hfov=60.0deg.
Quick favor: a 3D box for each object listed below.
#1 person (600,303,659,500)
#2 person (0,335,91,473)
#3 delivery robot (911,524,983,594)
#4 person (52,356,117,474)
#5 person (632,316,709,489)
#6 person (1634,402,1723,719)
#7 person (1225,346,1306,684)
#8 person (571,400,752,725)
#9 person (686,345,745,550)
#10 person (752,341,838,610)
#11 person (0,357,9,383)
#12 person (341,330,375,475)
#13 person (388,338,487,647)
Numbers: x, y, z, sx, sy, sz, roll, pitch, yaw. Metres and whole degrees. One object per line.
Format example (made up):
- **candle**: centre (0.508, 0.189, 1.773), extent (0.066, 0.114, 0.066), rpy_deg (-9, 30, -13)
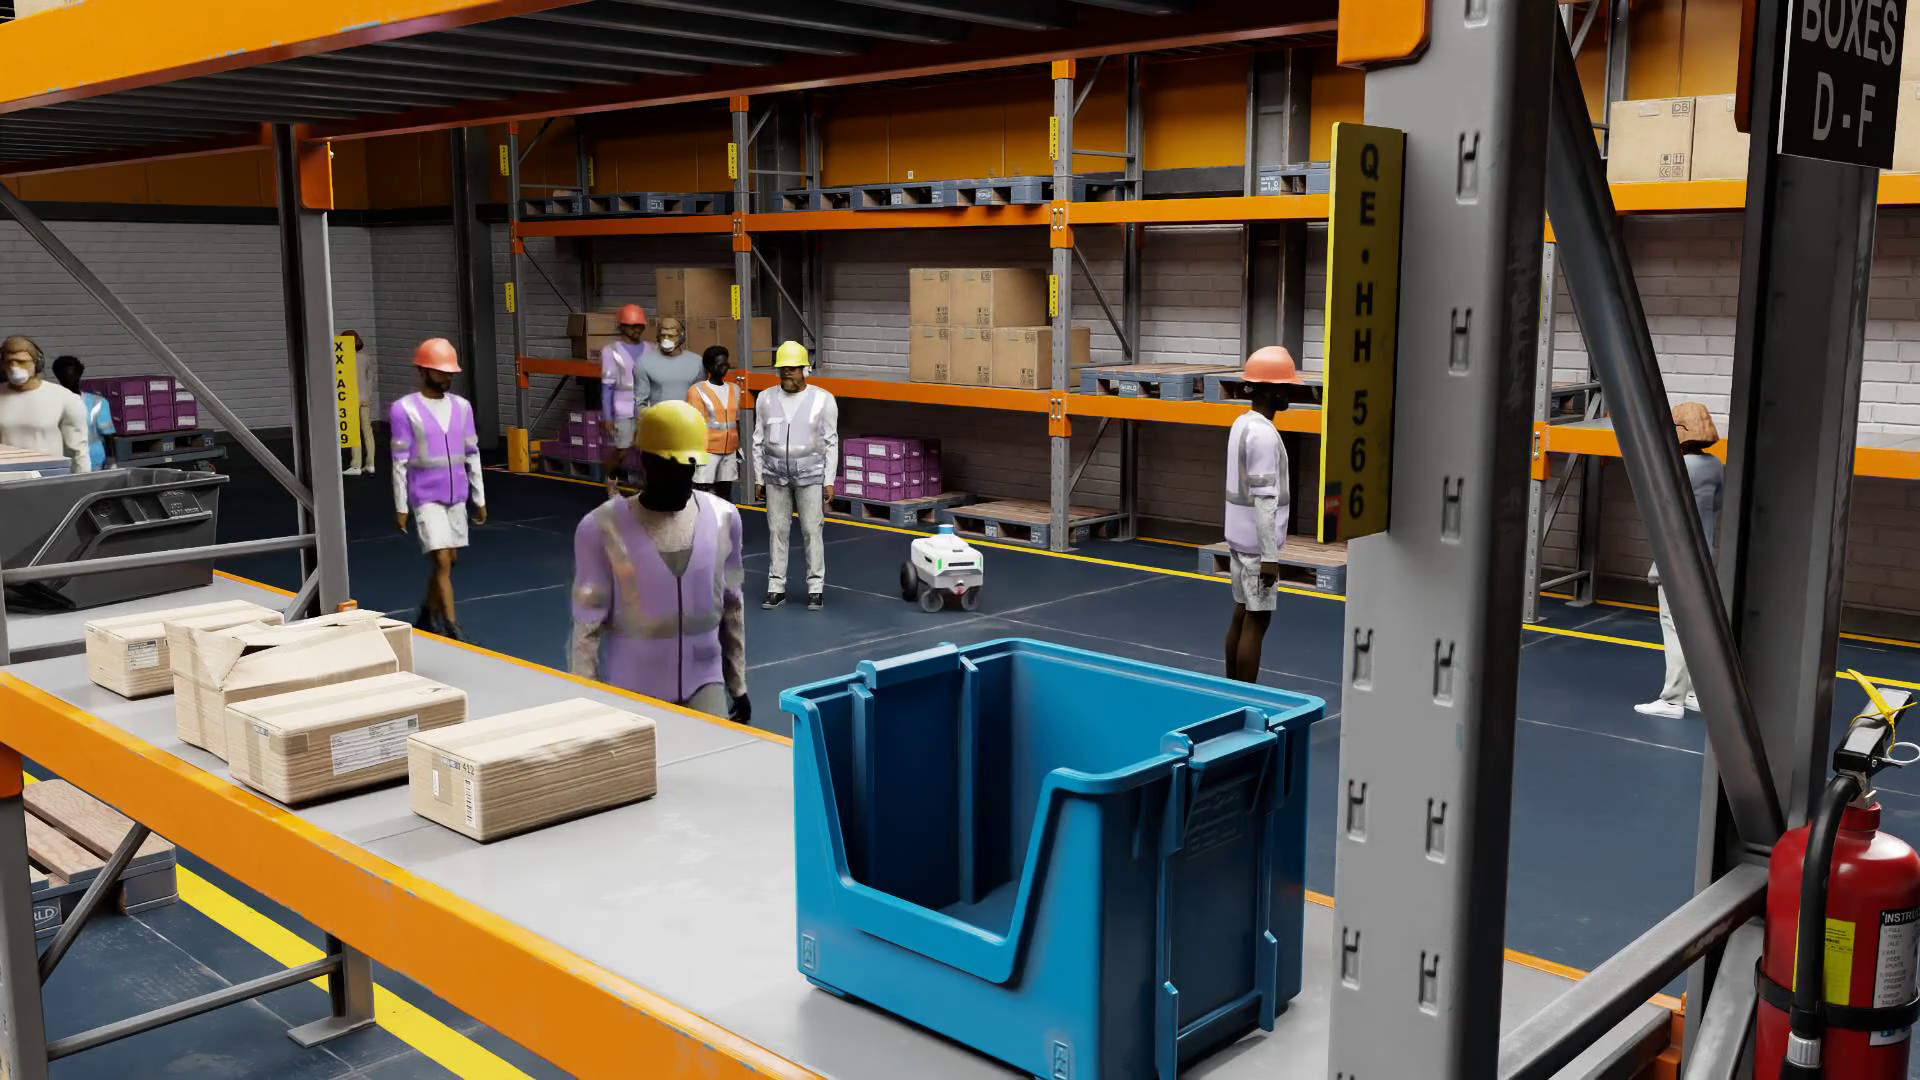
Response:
- **person**: centre (-3.136, -1.247, 15.787), extent (0.621, 2.008, 0.995), rpy_deg (-6, 11, -34)
- **person**: centre (-5.432, -0.229, 9.736), extent (0.640, 1.939, 0.391), rpy_deg (-2, 9, -10)
- **delivery robot**: centre (-0.093, 0.137, 11.429), extent (0.477, 0.478, 0.707), rpy_deg (-3, 10, -17)
- **person**: centre (-6.659, -0.555, 12.570), extent (0.552, 1.648, 0.843), rpy_deg (-6, 11, -33)
- **person**: centre (-2.339, -0.852, 13.558), extent (0.630, 1.935, 0.369), rpy_deg (-4, 10, -21)
- **person**: centre (3.739, 0.105, 8.611), extent (0.508, 1.632, 0.271), rpy_deg (-7, 12, -37)
- **person**: centre (1.510, 0.006, 8.288), extent (0.365, 1.935, 0.552), rpy_deg (0, 9, -2)
- **person**: centre (-0.954, 0.488, 5.499), extent (0.642, 1.892, 0.704), rpy_deg (-5, 11, -30)
- **person**: centre (-1.987, -0.736, 13.568), extent (0.321, 1.699, 0.530), rpy_deg (9, 13, 44)
- **person**: centre (-1.126, -0.432, 11.299), extent (0.594, 1.832, 0.404), rpy_deg (1, 9, 7)
- **person**: centre (-8.095, -0.891, 13.691), extent (0.629, 1.970, 0.753), rpy_deg (-5, 10, -27)
- **person**: centre (-6.819, -1.549, 18.755), extent (0.289, 1.633, 0.499), rpy_deg (4, 10, 24)
- **person**: centre (-3.153, -0.271, 10.097), extent (0.816, 1.908, 0.561), rpy_deg (8, 12, 39)
